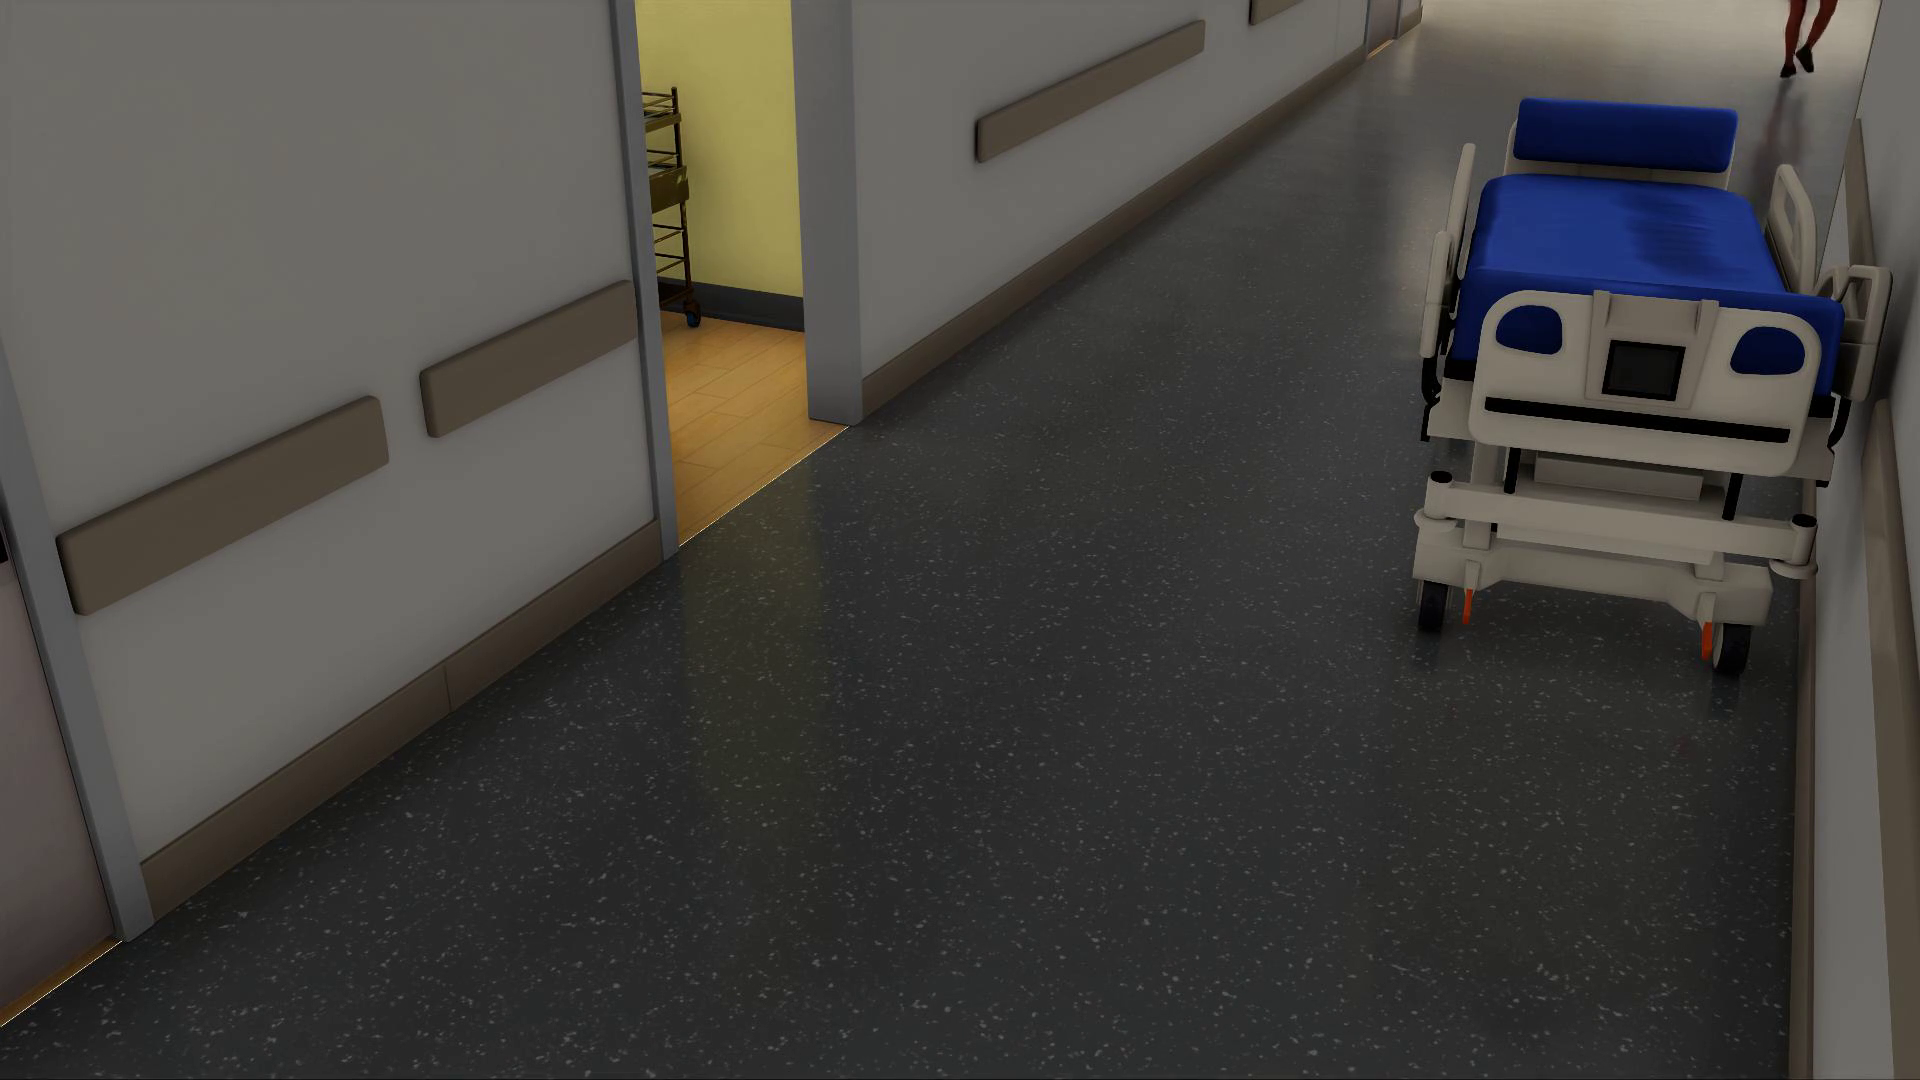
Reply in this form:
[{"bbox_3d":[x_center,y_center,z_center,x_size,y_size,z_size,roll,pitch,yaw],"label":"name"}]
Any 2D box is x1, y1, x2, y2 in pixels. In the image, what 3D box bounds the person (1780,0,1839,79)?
[{"bbox_3d":[6.712,-4.495,13.064,0.704,1.729,0.739,19,32,34],"label":"person"}]
